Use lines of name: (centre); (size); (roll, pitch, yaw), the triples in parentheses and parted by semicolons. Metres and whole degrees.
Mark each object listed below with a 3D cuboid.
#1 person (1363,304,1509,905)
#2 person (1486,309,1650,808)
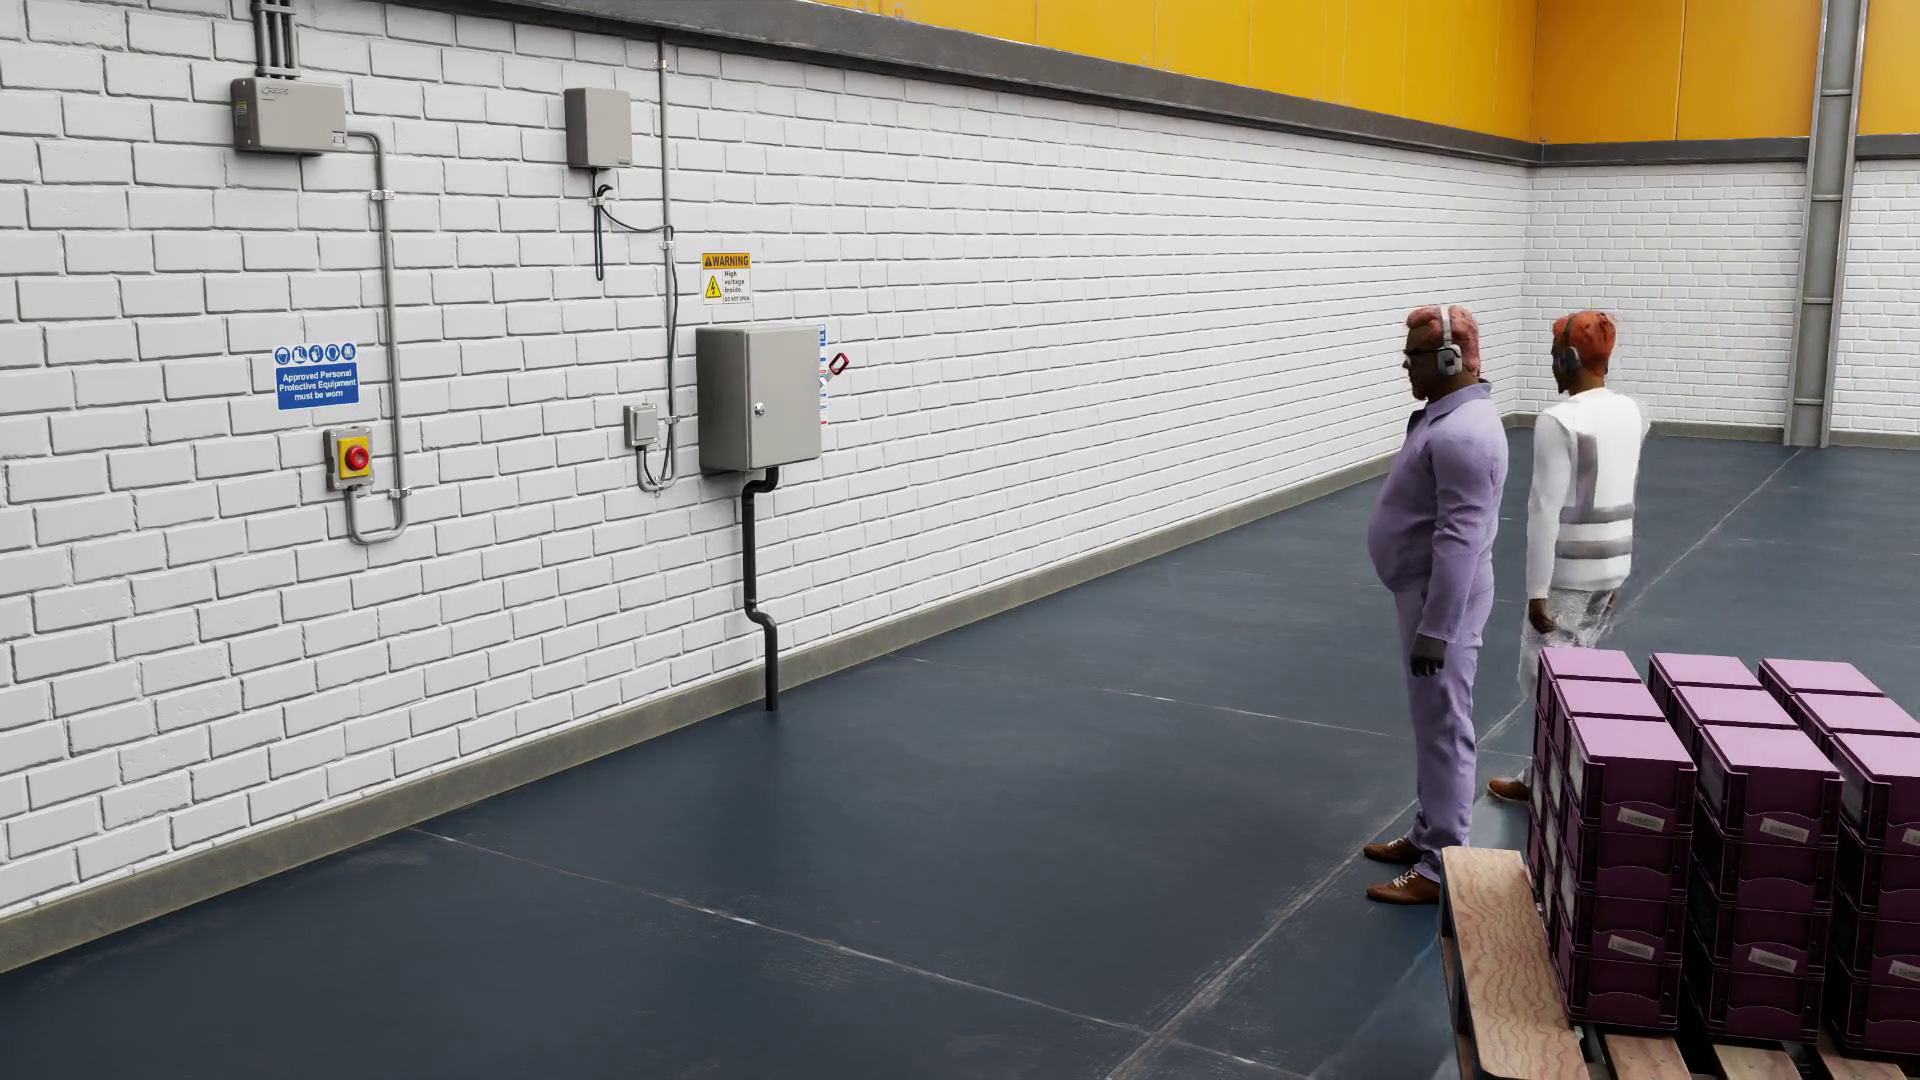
person: (1.502, 0.207, 5.302); (0.410, 1.905, 0.641); (2, 11, 13)
person: (2.214, 0.123, 5.876); (0.582, 1.861, 0.698); (-7, 12, -34)
